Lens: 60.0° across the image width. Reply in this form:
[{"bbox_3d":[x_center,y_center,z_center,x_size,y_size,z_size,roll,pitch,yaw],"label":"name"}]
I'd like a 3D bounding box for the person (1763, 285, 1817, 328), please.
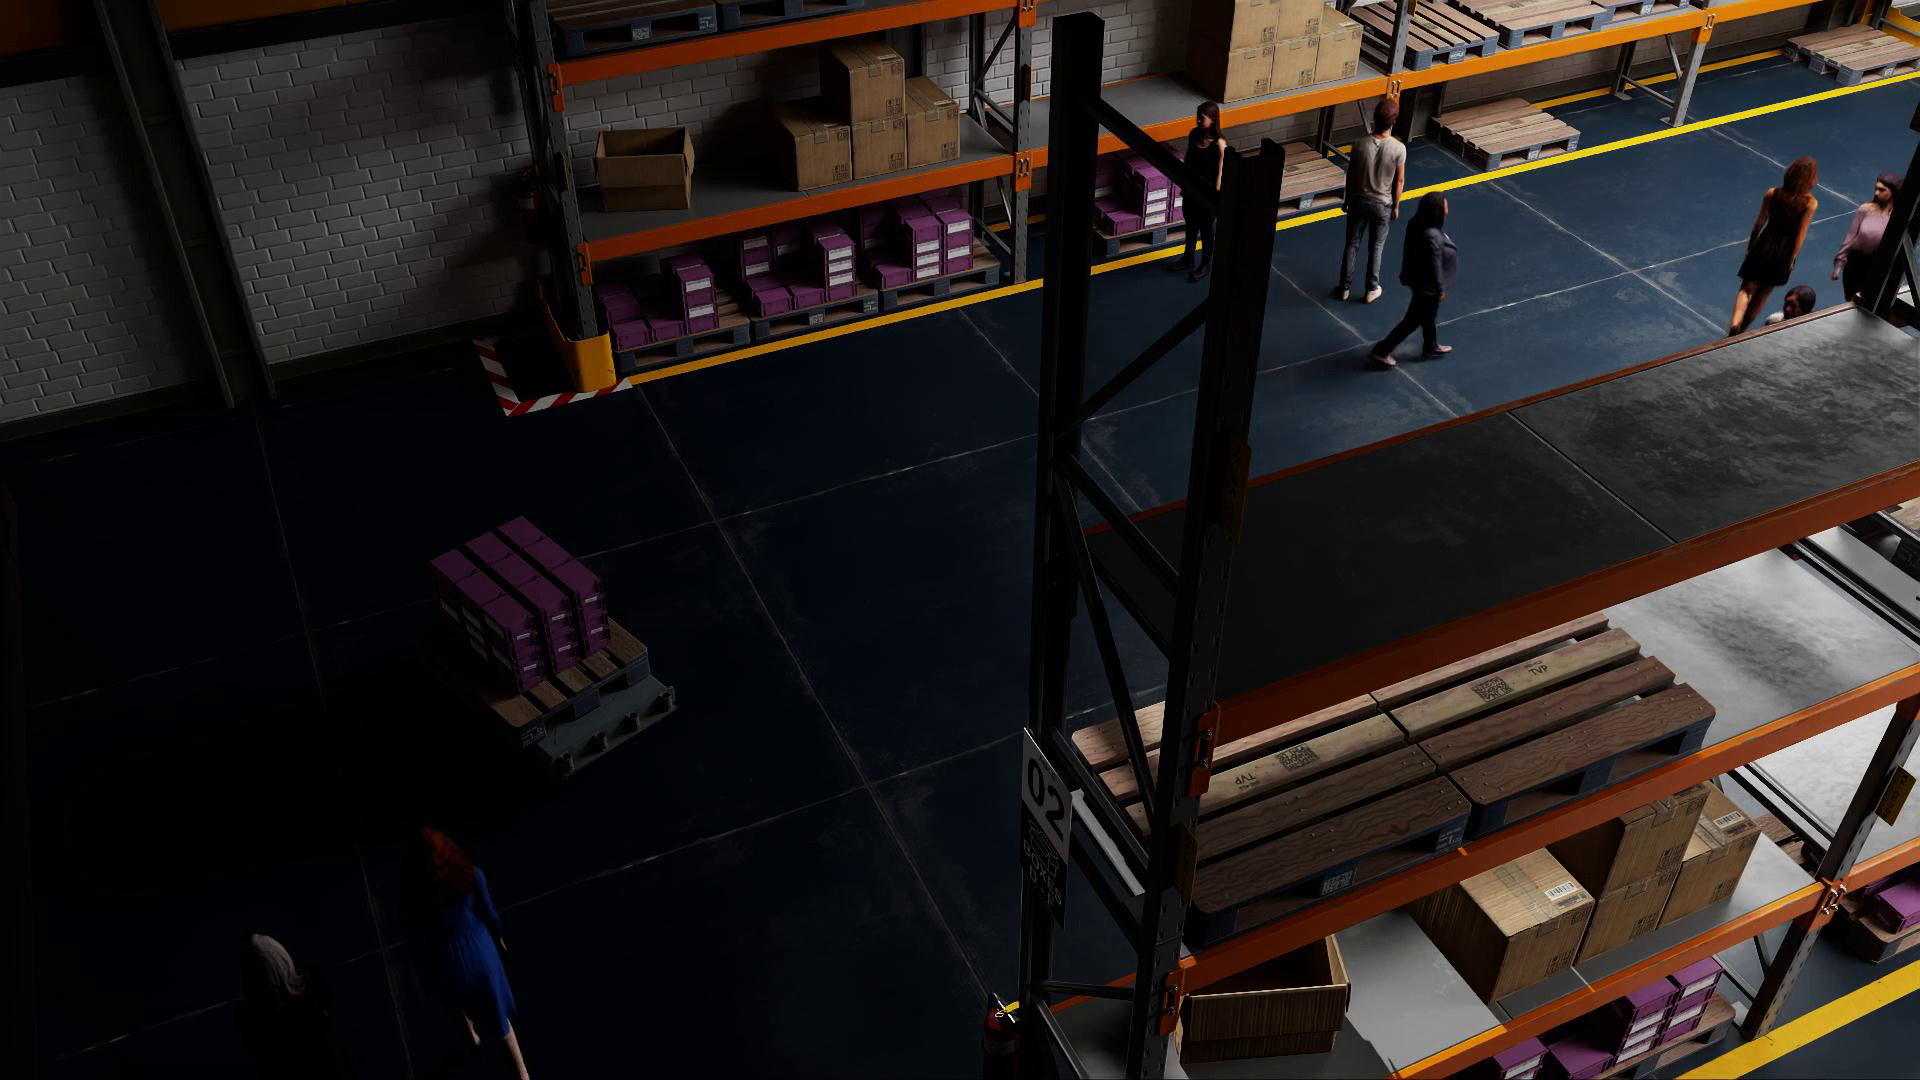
[{"bbox_3d":[6.149,-1.156,12.509,0.657,1.730,0.657,-25,45,-28],"label":"person"}]

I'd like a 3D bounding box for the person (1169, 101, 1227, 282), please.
[{"bbox_3d":[2.191,-3.167,15.060,0.614,1.687,0.640,-27,46,-30],"label":"person"}]

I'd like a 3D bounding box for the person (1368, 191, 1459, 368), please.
[{"bbox_3d":[3.804,-2.134,13.859,1.116,1.572,0.896,-3,39,-4],"label":"person"}]

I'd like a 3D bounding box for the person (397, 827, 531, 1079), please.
[{"bbox_3d":[-2.428,2.195,8.257,1.021,1.799,0.771,-23,44,-26],"label":"person"}]

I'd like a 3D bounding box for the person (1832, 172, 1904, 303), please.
[{"bbox_3d":[7.538,-2.233,13.831,0.915,1.762,1.208,30,48,32],"label":"person"}]

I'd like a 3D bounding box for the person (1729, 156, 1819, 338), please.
[{"bbox_3d":[6.738,-2.298,13.868,0.831,1.818,0.985,23,44,26],"label":"person"}]

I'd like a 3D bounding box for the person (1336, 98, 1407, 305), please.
[{"bbox_3d":[3.621,-2.973,14.649,0.724,1.898,0.788,12,40,15],"label":"person"}]

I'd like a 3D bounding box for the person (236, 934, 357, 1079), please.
[{"bbox_3d":[-3.049,2.546,7.896,1.126,1.701,0.757,-23,44,-26],"label":"person"}]
